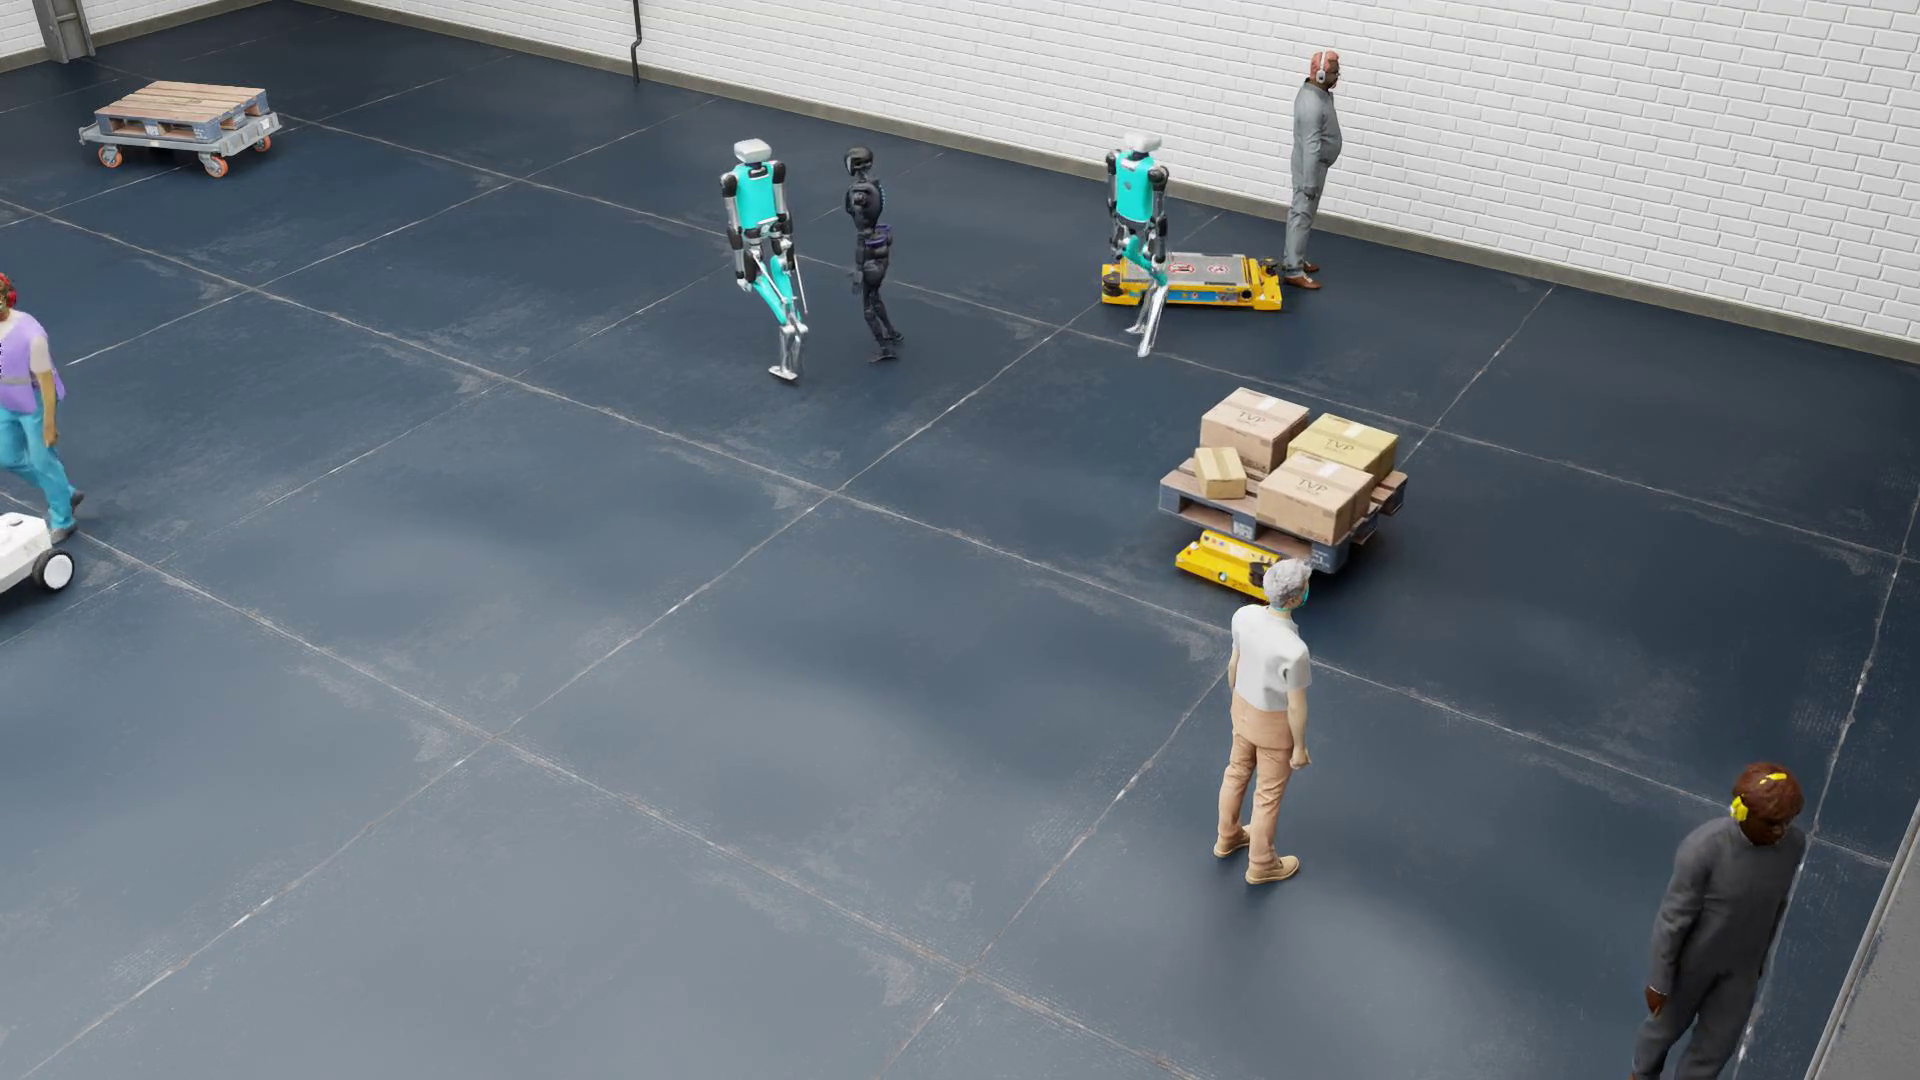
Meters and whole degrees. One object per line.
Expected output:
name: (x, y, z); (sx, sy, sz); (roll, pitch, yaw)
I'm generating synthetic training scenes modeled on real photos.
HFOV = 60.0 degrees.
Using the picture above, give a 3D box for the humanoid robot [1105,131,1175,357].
humanoid robot: (1.455, -2.240, 12.380); (0.847, 1.776, 0.591); (-27, 42, -36)

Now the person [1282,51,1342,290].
person: (2.840, -2.980, 13.381); (0.413, 1.907, 0.650); (5, 33, 7)

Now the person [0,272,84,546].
person: (-5.658, -0.799, 10.067); (0.628, 1.824, 0.441); (13, 35, 20)

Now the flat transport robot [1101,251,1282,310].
flat transport robot: (1.875, -2.110, 13.540); (1.431, 0.231, 0.659); (3, 33, 4)

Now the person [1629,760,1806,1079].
person: (2.848, 1.615, 6.273); (0.528, 1.862, 0.522); (-4, 33, -6)

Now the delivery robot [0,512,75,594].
delivery robot: (-5.676, 0.151, 9.757); (0.499, 0.595, 0.781); (11, 34, 17)

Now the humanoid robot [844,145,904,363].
humanoid robot: (-0.633, -2.100, 12.231); (0.382, 1.641, 0.608); (3, 33, 4)

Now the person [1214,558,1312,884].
person: (1.412, 0.825, 7.605); (0.314, 1.746, 0.491); (-19, 37, -27)

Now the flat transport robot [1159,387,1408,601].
flat transport robot: (1.999, -0.107, 10.423); (0.659, 0.231, 1.431); (22, 39, 30)

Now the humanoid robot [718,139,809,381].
humanoid robot: (-1.287, -1.872, 11.928); (0.532, 1.889, 0.791); (-26, 41, -34)
